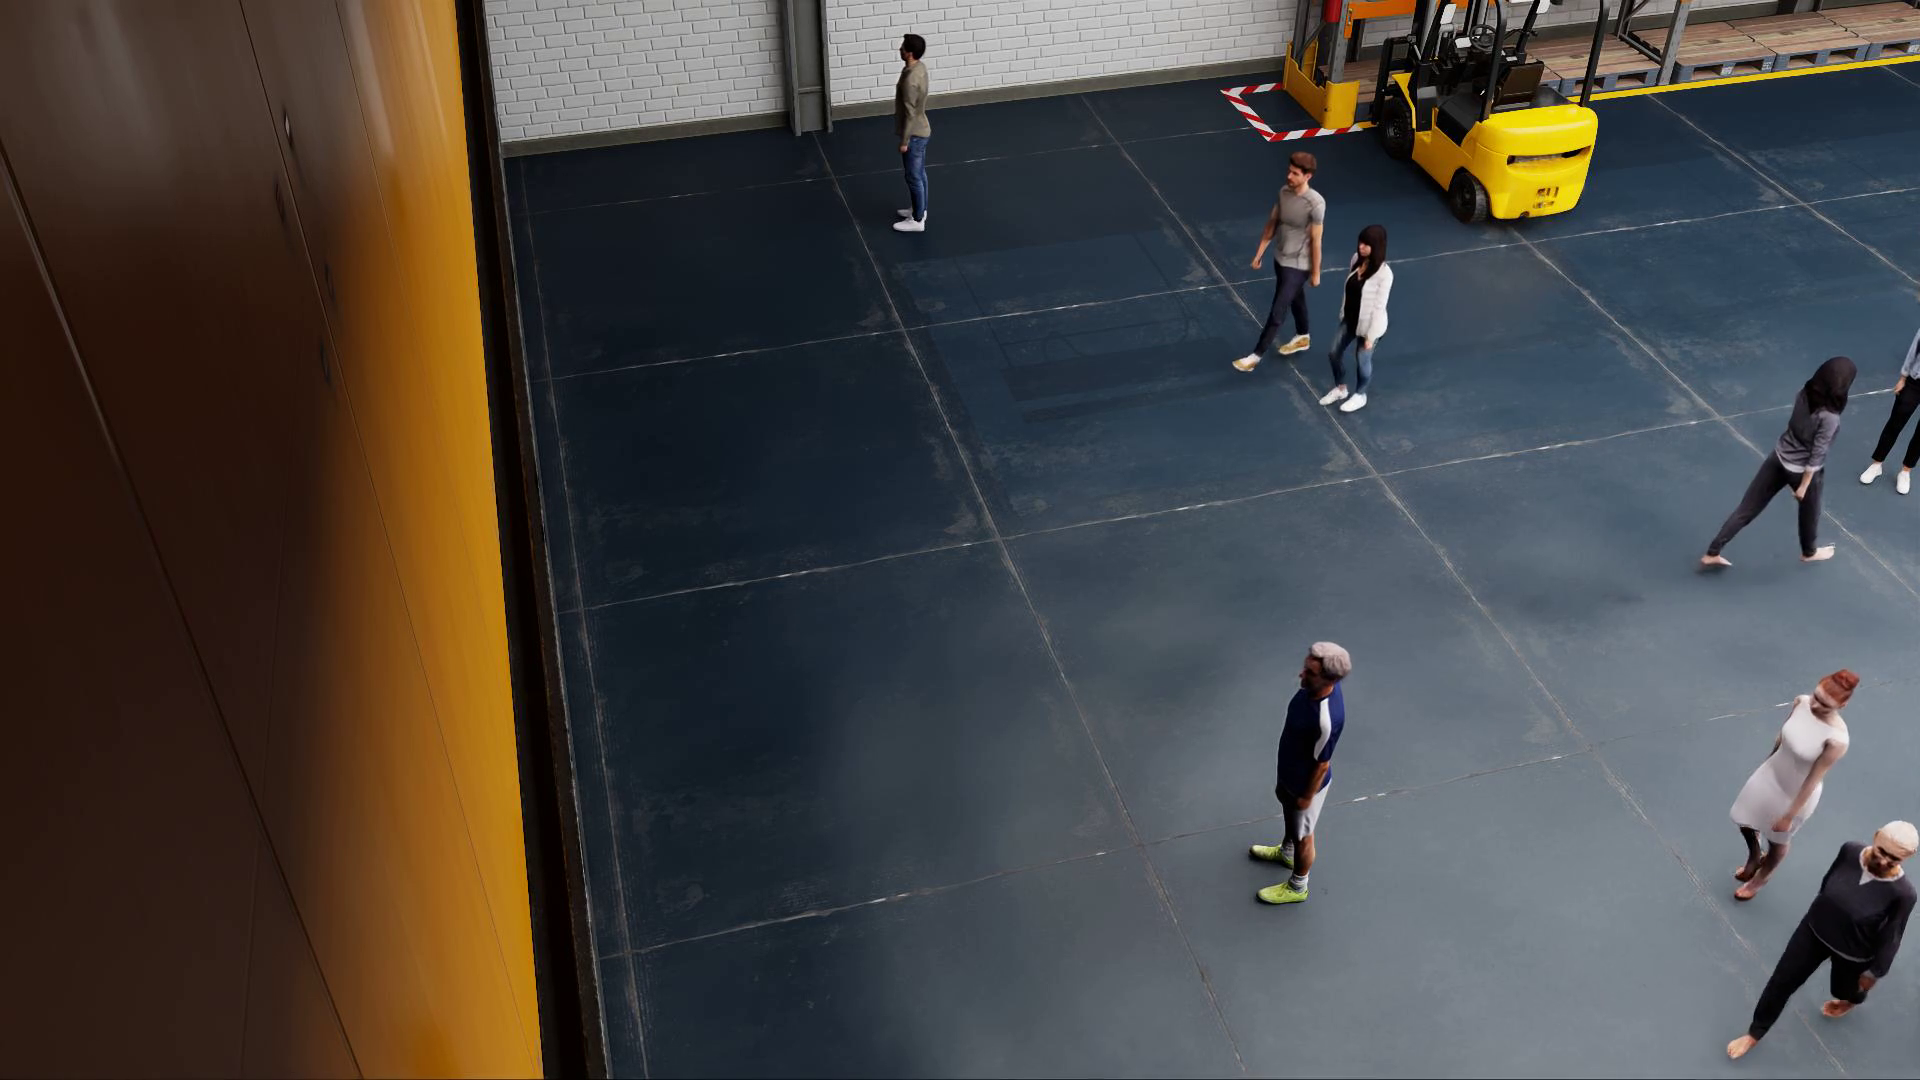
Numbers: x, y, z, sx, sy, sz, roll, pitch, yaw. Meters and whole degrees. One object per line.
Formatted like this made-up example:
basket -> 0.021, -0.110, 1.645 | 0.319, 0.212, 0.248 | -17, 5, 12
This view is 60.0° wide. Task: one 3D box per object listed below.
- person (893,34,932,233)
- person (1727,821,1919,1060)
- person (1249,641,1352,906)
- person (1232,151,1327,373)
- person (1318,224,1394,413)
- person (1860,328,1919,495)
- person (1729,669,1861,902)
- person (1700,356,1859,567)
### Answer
person -> -0.415, -3.733, 15.249 | 0.742, 1.866, 0.782 | 5, 39, 6
person -> 4.454, 1.949, 8.273 | 1.149, 1.691, 0.815 | -19, 42, -22
person -> 1.871, 1.245, 9.036 | 0.650, 1.840, 0.691 | 0, 39, 0
person -> 2.751, -2.257, 13.412 | 1.208, 1.852, 0.885 | -20, 43, -23
person -> 3.188, -1.721, 12.922 | 0.698, 1.625, 0.700 | -24, 44, -27
person -> 7.052, -1.115, 12.093 | 0.684, 1.713, 0.736 | 22, 44, 25
person -> 4.553, 1.341, 8.960 | 0.579, 1.785, 0.569 | -9, 40, -12
person -> 5.549, -0.452, 11.266 | 1.197, 1.708, 0.621 | -8, 39, -10
